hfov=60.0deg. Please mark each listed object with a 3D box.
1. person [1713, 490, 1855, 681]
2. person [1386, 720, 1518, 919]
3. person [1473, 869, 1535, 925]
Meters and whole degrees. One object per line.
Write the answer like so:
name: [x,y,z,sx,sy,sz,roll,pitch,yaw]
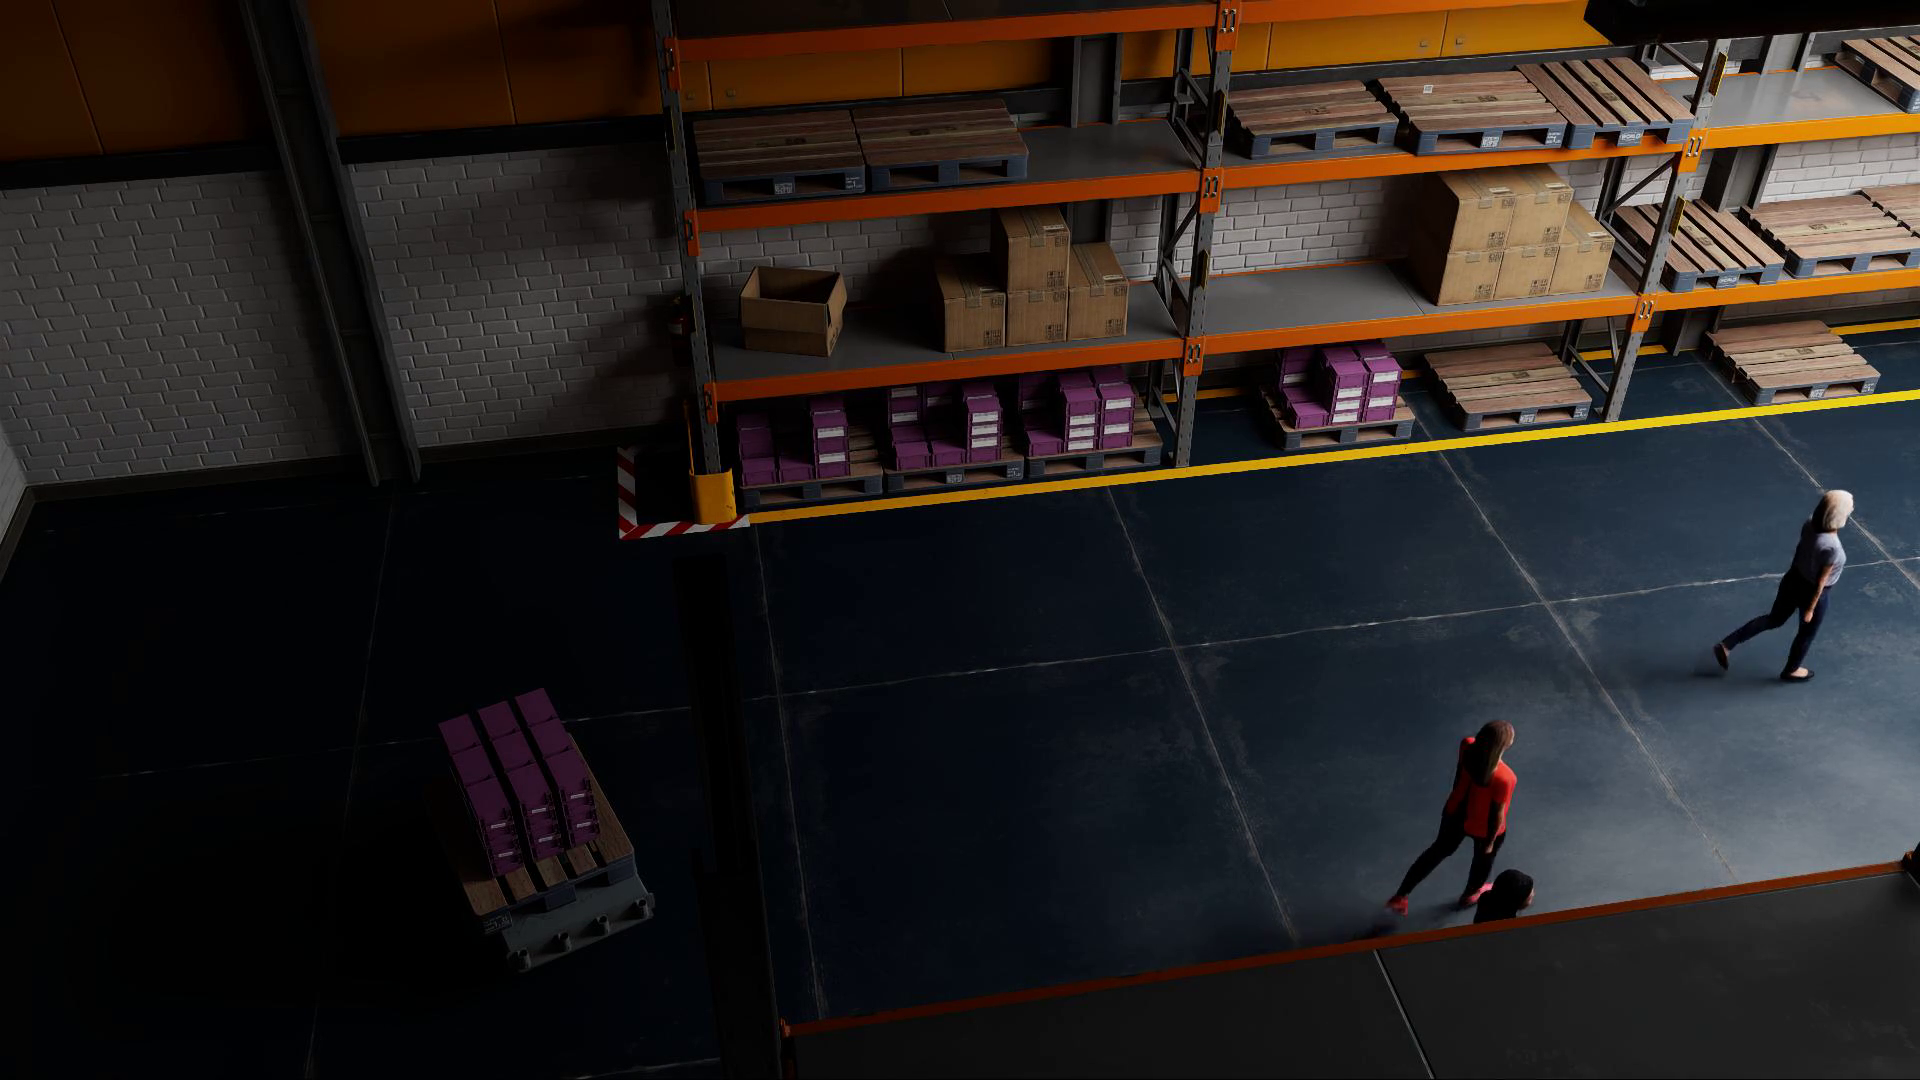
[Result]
person: [5.918,0.353,11.824,1.036,1.702,0.659,-2,39,-2]
person: [3.042,1.732,10.126,1.133,1.667,0.824,-18,42,-21]
person: [2.909,2.429,9.199,0.517,1.735,0.605,-5,39,-6]
